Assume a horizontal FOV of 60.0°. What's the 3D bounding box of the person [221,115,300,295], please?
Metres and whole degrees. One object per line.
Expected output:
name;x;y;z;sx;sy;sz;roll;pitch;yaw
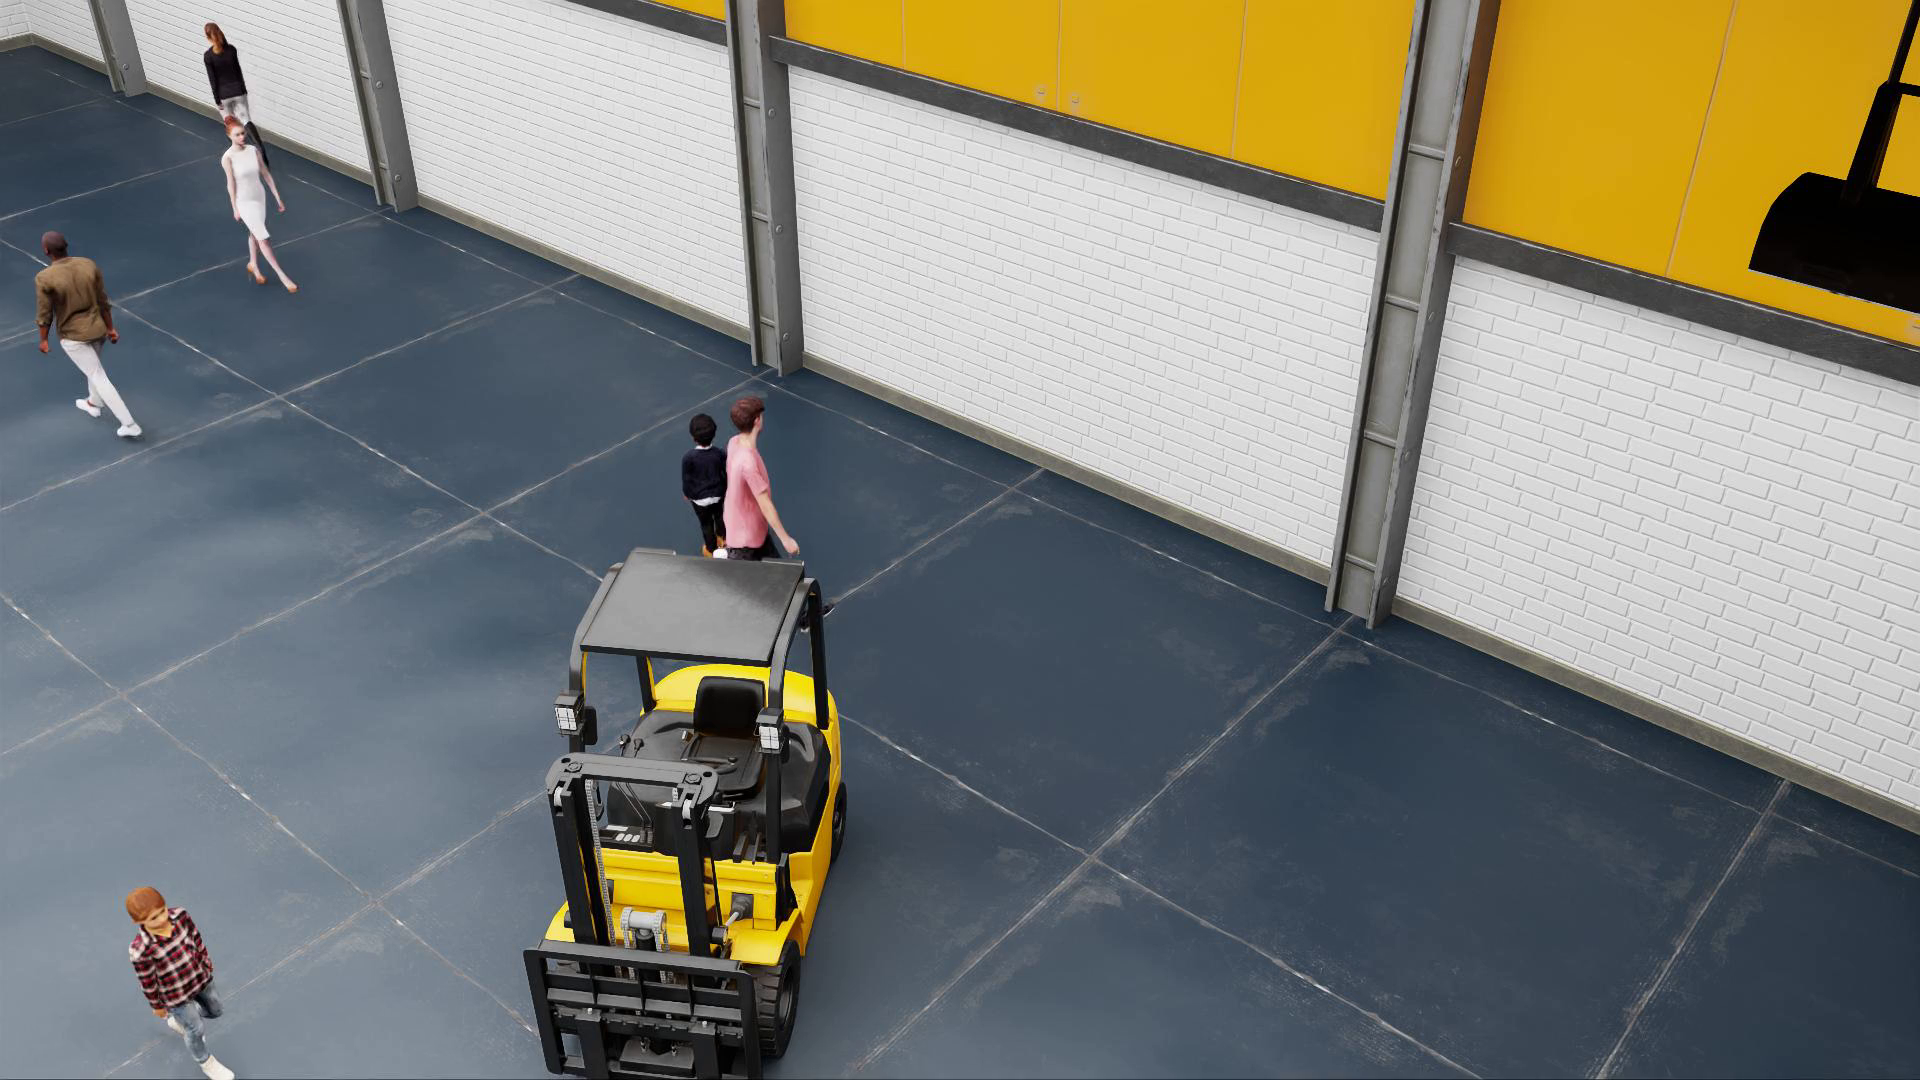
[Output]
person;-6.992;-3.289;16.306;1.026;1.760;0.674;19;38;26

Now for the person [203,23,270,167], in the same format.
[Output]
person;-8.246;-5.000;18.922;0.919;1.713;0.592;27;42;35

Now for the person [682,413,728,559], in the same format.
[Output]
person;-1.863;-0.358;12.387;0.583;1.217;0.623;-17;37;-24

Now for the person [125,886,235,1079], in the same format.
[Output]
person;-3.995;2.220;8.437;0.751;1.295;0.633;14;36;20

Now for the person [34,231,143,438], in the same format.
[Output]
person;-7.245;-1.667;13.838;1.208;1.790;0.882;17;37;24

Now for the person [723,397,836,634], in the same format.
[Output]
person;-1.542;-0.023;11.259;1.182;1.908;1.211;-7;34;-10
